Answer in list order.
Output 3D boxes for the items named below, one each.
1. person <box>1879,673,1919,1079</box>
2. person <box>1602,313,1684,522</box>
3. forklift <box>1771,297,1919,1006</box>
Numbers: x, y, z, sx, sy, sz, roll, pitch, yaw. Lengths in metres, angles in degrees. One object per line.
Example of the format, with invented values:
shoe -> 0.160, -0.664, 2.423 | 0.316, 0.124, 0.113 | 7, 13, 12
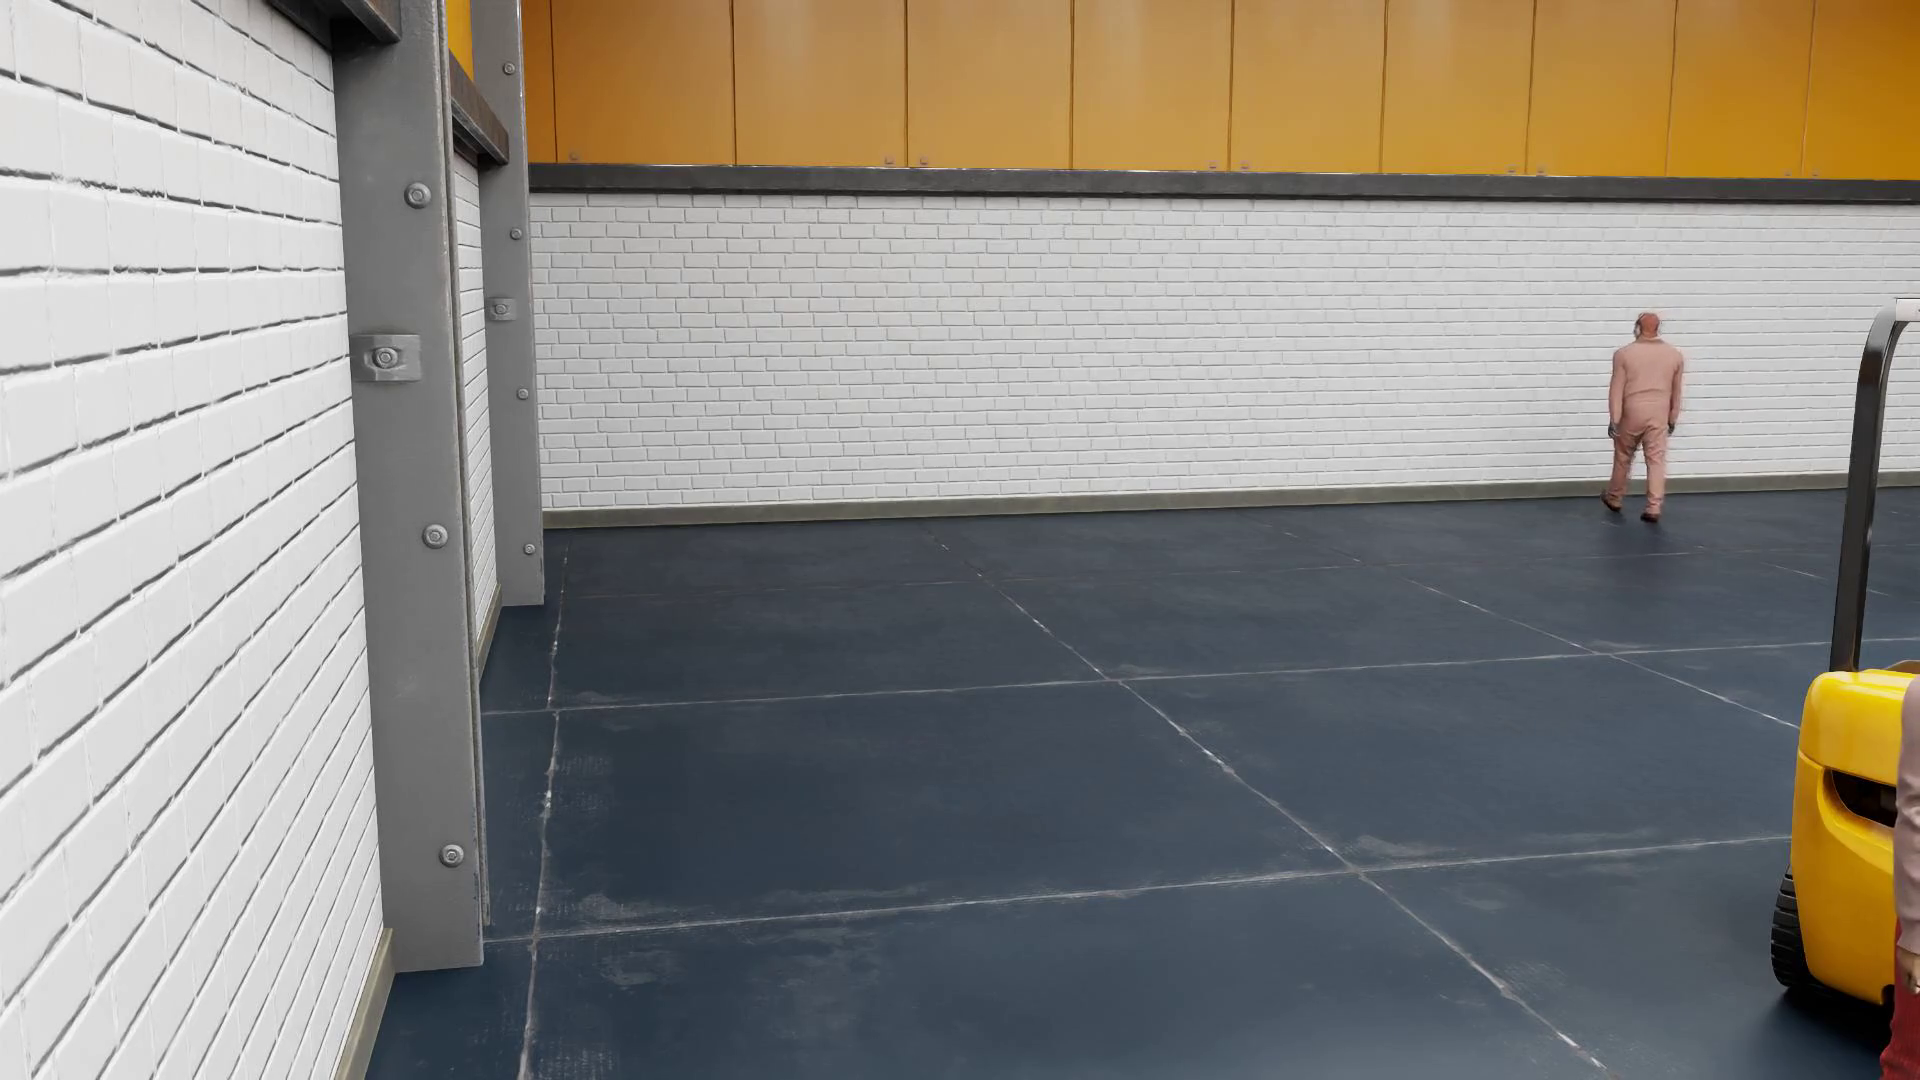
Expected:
person -> 2.217, 0.811, 3.560 | 0.523, 1.772, 0.309 | -3, 10, -17
person -> 6.162, -1.120, 15.054 | 0.669, 1.853, 1.011 | 1, 9, 3
forklift -> 3.542, 0.334, 5.177 | 2.313, 2.155, 1.214 | -9, 13, -43
